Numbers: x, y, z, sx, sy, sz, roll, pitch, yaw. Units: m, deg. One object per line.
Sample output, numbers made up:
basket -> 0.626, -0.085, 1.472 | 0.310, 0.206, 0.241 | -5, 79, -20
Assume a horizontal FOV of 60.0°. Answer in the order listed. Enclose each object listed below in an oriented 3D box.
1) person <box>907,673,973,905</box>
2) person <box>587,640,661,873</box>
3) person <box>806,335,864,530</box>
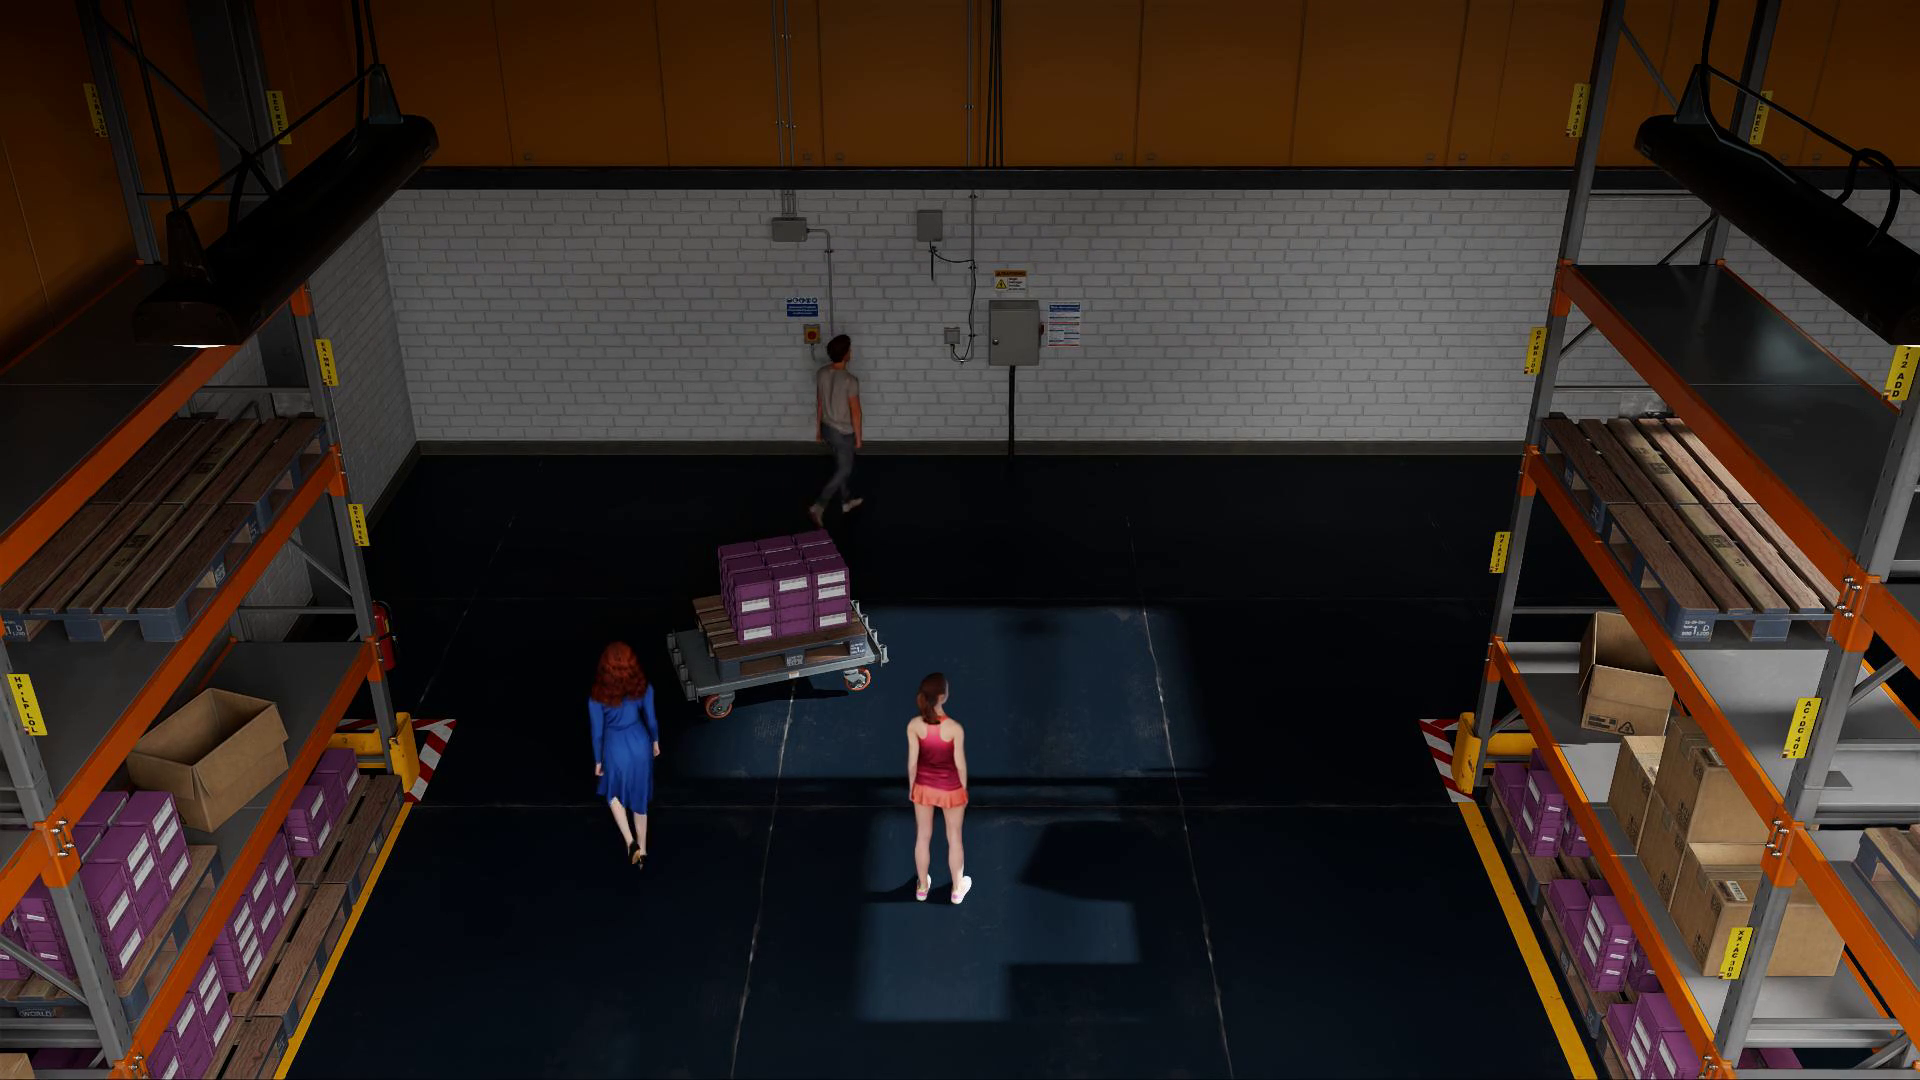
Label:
person -> -0.148, 1.647, 10.999 | 0.609, 1.749, 0.589 | 6, 29, 10
person -> -2.221, 1.524, 11.154 | 0.744, 1.816, 0.790 | -12, 31, -20
person -> -1.209, -0.995, 15.713 | 1.084, 1.872, 1.216 | 20, 35, 32
